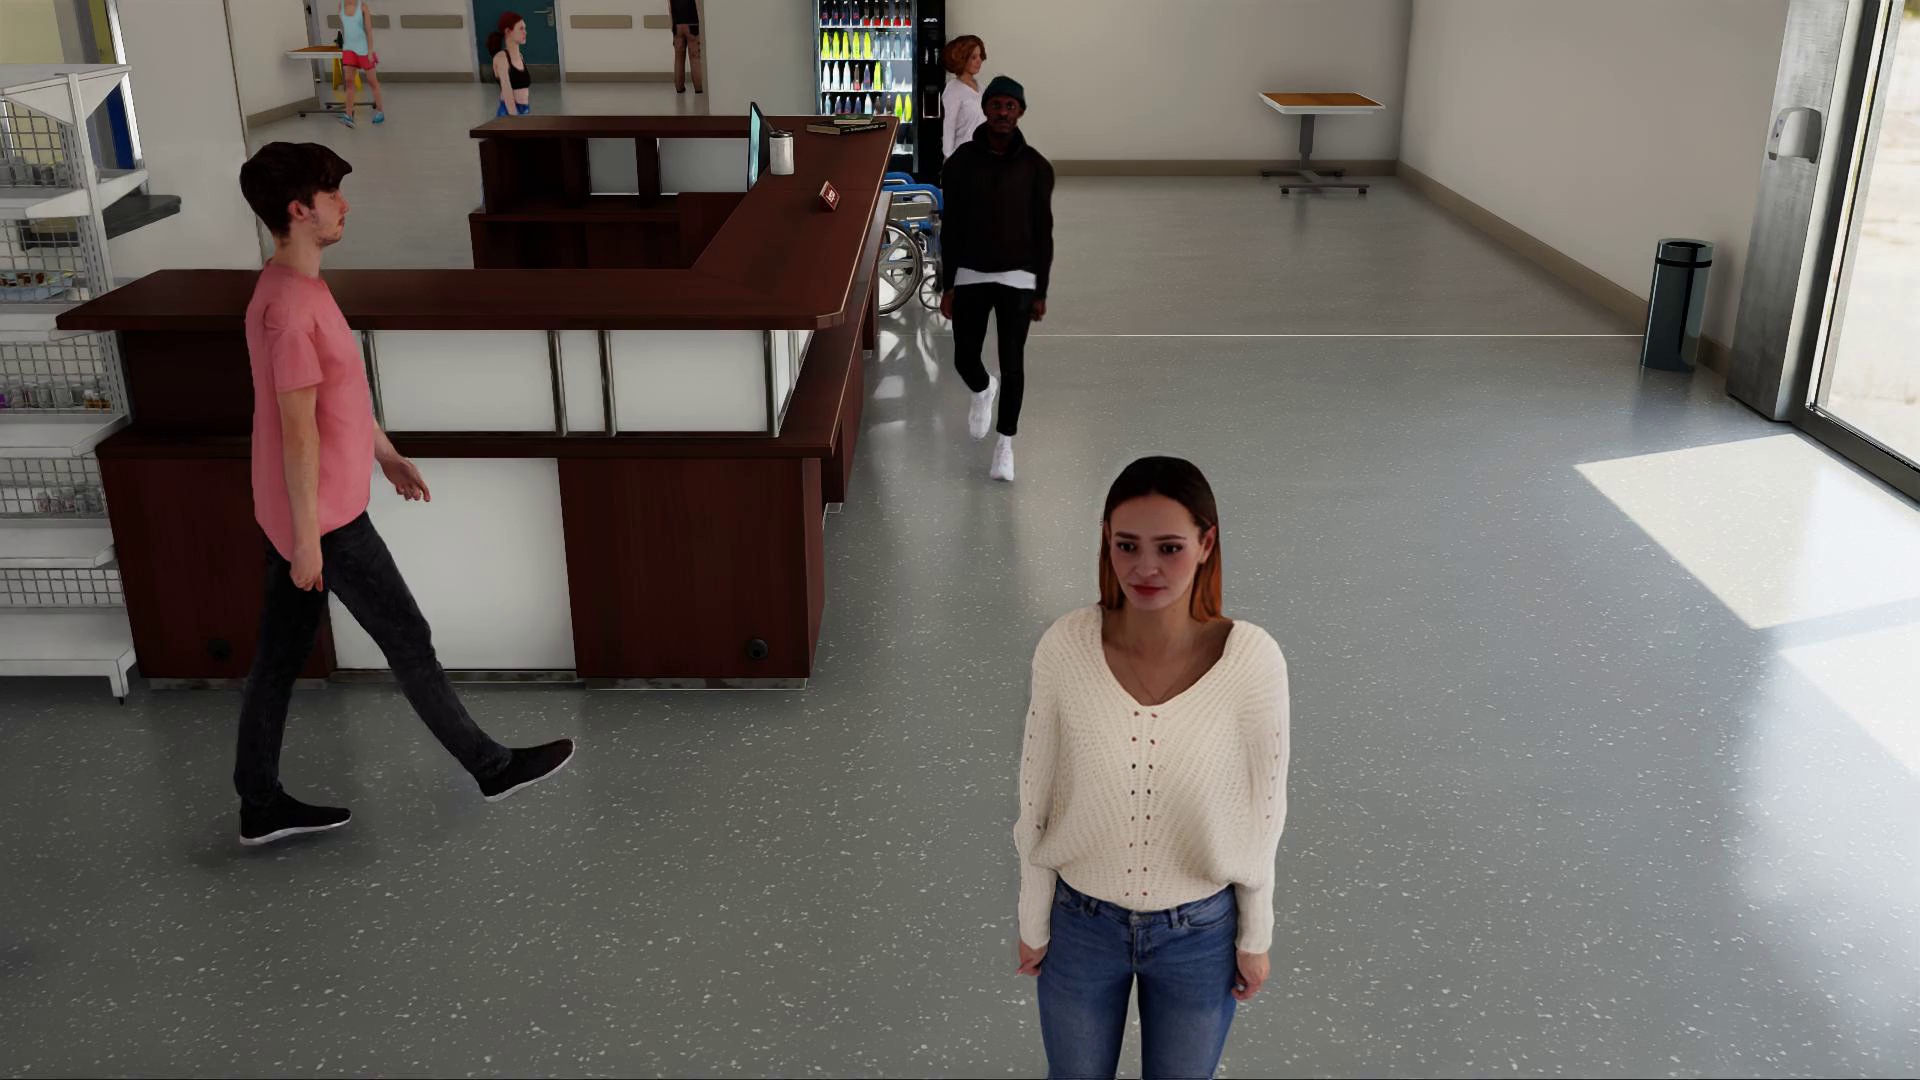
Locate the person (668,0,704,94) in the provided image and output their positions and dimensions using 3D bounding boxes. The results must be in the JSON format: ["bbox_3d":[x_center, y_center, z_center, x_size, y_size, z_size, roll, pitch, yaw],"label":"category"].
[{"bbox_3d":[-3.950,-7.397,23.941,0.626,1.843,0.801,6,21,15],"label":"person"}]

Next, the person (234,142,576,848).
[{"bbox_3d":[-1.816,-0.039,4.410,1.238,1.917,1.000,-11,24,-27],"label":"person"}]

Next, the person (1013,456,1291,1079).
[{"bbox_3d":[0.309,0.663,2.876,0.548,1.692,0.712,4,21,10],"label":"person"}]

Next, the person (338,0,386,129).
[{"bbox_3d":[-7.150,-5.804,19.927,1.201,1.707,0.800,3,21,8],"label":"person"}]

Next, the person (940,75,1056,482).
[{"bbox_3d":[0.165,-1.206,7.645,0.866,1.808,0.771,2,21,4],"label":"person"}]

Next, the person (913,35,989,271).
[{"bbox_3d":[-0.043,-2.666,11.695,1.200,1.670,1.024,11,23,26],"label":"person"}]
